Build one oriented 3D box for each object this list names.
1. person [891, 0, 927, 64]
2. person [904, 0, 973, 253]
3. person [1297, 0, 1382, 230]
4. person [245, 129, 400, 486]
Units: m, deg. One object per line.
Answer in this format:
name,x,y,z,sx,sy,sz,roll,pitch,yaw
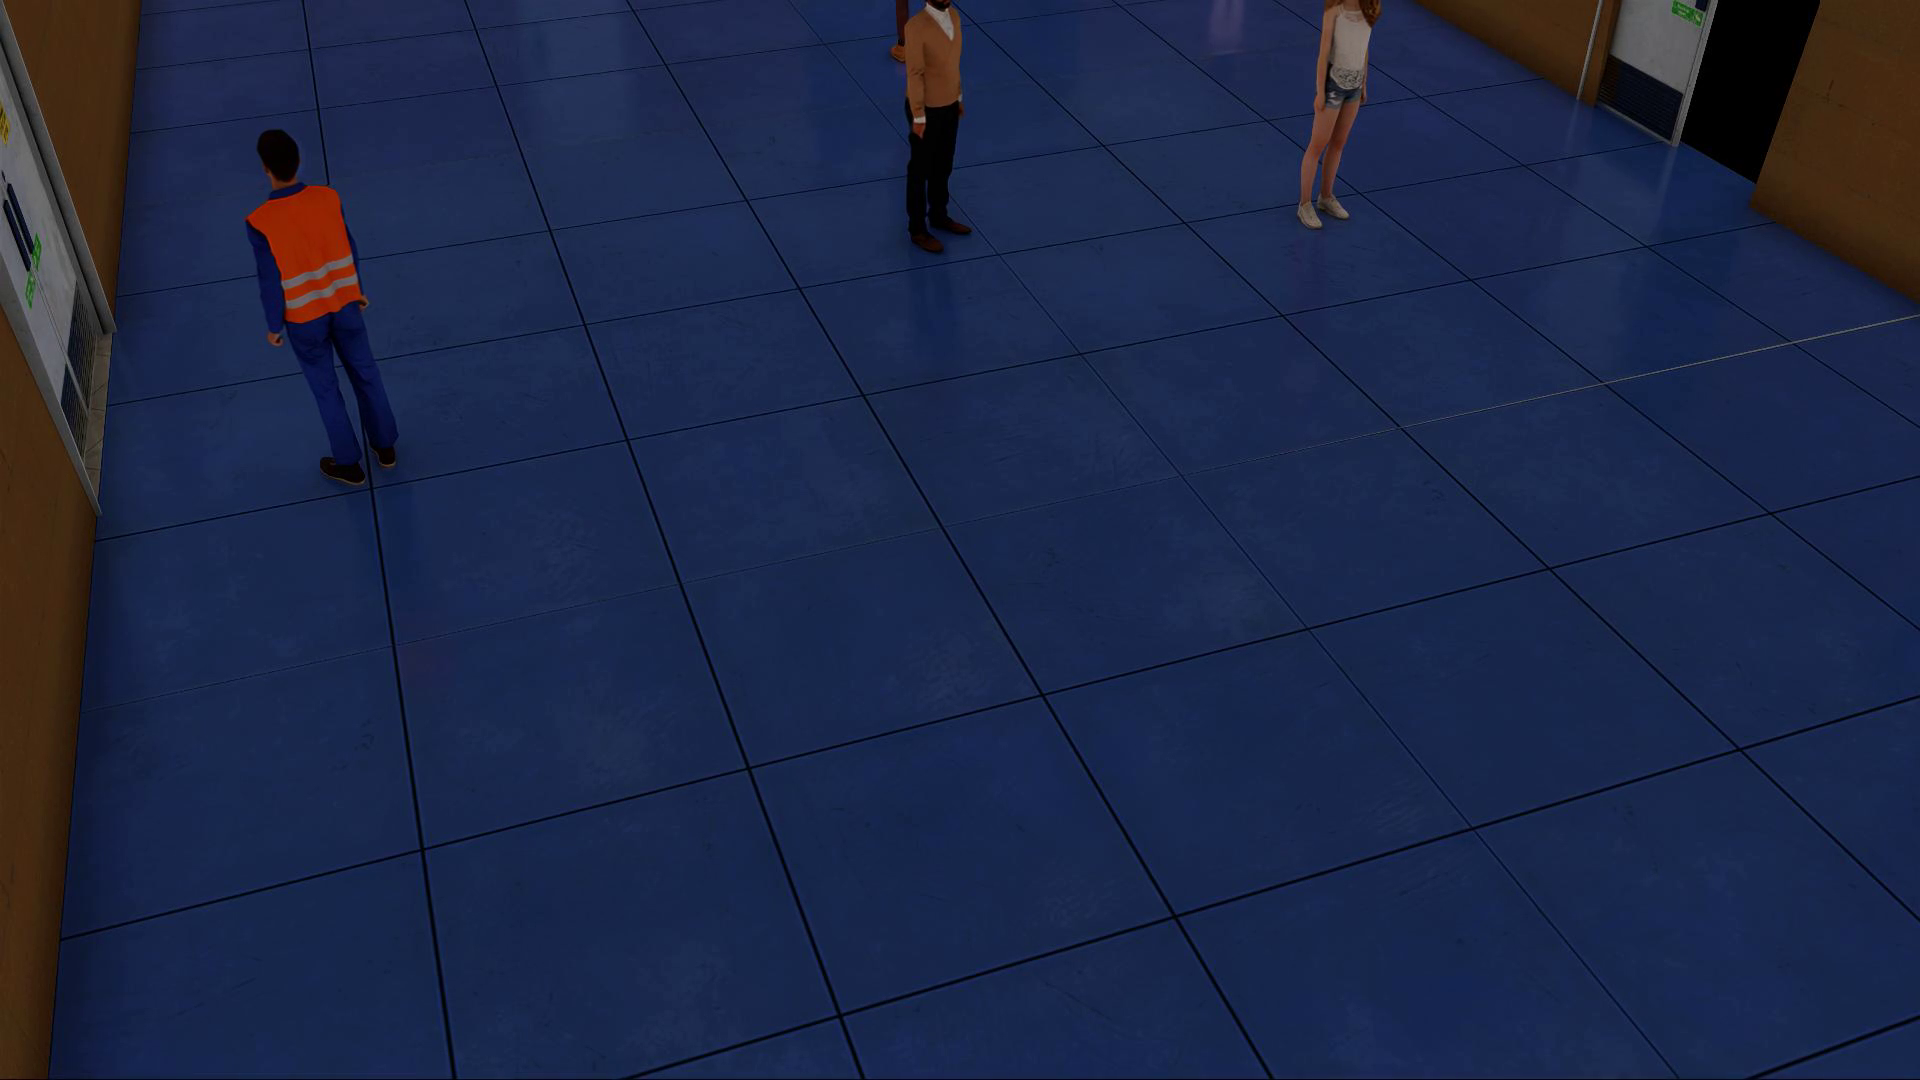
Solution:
person,-0.355,-4.610,12.967,0.541,1.729,0.670,-10,38,-13
person,-0.166,-2.707,10.410,0.819,1.754,0.725,23,43,28
person,2.408,-2.882,10.639,0.522,1.759,0.675,-21,42,-25
person,-3.165,-1.131,8.220,0.852,1.862,0.727,28,45,32
